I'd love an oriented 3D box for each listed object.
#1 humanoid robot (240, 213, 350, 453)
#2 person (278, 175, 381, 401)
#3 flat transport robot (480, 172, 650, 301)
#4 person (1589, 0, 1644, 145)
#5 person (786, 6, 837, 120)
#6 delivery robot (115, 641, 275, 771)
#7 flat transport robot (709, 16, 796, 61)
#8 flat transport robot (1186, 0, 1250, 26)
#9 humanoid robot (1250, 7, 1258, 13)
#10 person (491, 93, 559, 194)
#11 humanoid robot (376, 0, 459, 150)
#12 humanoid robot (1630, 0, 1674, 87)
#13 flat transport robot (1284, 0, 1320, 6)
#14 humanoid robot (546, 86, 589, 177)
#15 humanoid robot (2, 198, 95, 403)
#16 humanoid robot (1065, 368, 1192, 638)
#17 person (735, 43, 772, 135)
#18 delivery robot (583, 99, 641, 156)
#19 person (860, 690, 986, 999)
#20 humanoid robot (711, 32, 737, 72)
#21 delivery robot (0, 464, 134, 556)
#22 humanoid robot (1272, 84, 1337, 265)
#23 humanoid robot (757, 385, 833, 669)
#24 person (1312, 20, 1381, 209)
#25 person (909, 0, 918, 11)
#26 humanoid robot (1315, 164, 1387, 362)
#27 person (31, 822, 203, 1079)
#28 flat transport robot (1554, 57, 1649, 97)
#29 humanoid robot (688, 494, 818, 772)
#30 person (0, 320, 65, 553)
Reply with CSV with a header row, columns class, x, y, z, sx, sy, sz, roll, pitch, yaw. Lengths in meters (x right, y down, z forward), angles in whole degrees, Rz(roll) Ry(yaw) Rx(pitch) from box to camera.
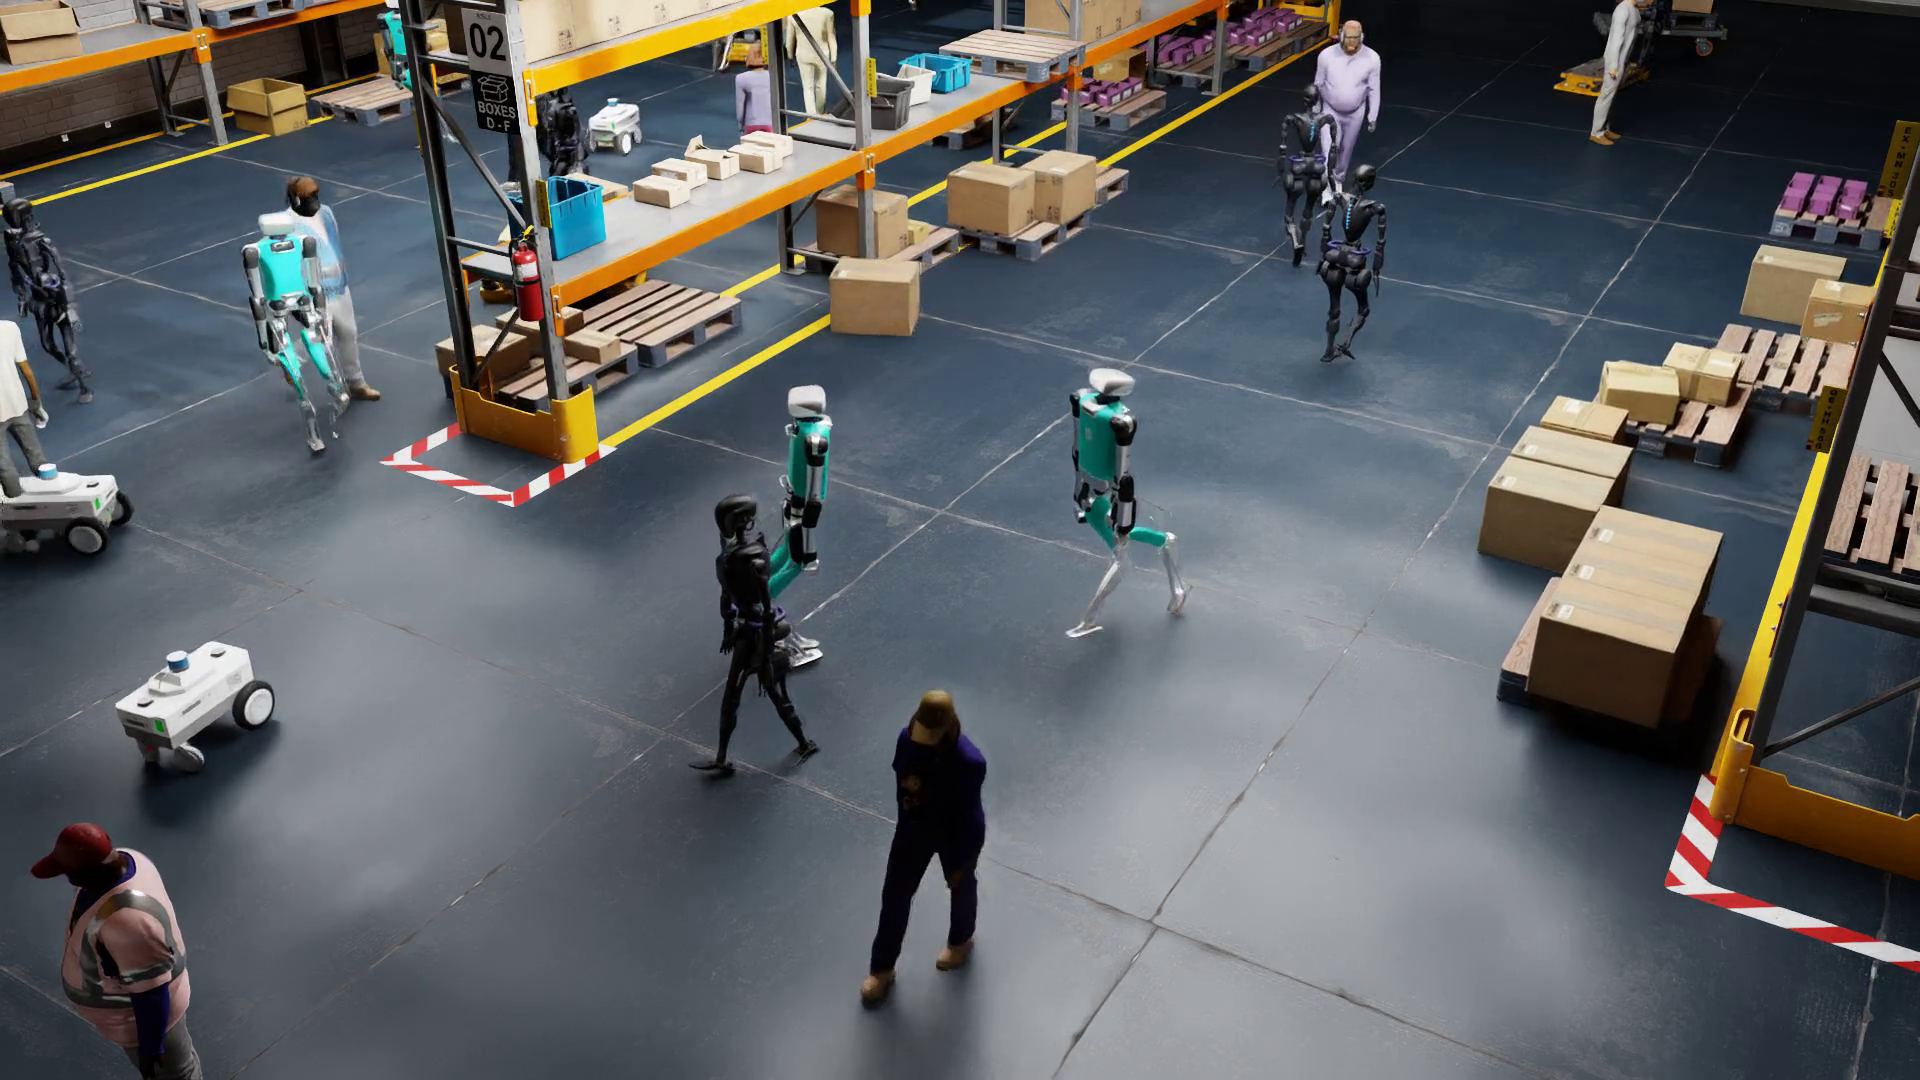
class,x,y,z,sx,sy,sz,roll,pitch,yaw
humanoid robot,-4.696,-1.416,11.956,0.562,1.792,0.676,-24,37,-36
person,-4.963,-1.920,12.772,0.700,1.820,0.628,11,31,18
flat transport robot,-3.603,-2.408,15.201,1.431,0.231,0.659,-1,29,-1
person,7.562,-5.503,19.026,0.375,1.894,0.577,19,34,29
person,-1.750,-5.724,19.609,0.581,1.695,0.913,-4,30,-8
delivery robot,-4.189,0.876,9.121,0.520,0.614,0.785,12,32,20
flat transport robot,-2.793,-6.935,23.209,0.659,0.231,1.431,5,30,8
flat transport robot,3.711,-7.994,25.084,0.659,0.231,1.431,24,37,36
humanoid robot,4.762,-8.802,25.122,0.774,1.877,0.530,-5,30,-8
person,-4.521,-4.481,17.395,0.893,1.715,0.774,-9,31,-16
humanoid robot,-6.137,-5.332,18.879,0.585,1.774,0.879,-1,30,-2
humanoid robot,8.937,-6.676,21.316,0.329,1.650,0.601,23,37,34
flat transport robot,4.973,-8.671,26.281,1.431,0.231,0.659,23,37,34
humanoid robot,-3.790,-3.644,15.996,0.590,1.642,0.550,26,39,38
humanoid robot,-6.980,-1.871,12.827,0.621,1.648,0.452,12,32,20
humanoid robot,1.092,-0.259,9.922,0.961,1.772,0.533,-17,33,-27
person,-2.038,-4.277,17.124,0.513,1.623,0.310,-4,30,-7
delivery robot,-3.957,-4.719,19.019,0.499,0.614,0.804,8,30,13
person,-0.146,1.333,7.231,0.477,1.592,0.715,15,33,25
humanoid robot,-3.178,-6.957,21.864,0.557,1.887,0.742,20,35,31
delivery robot,-5.963,-0.214,11.044,0.811,0.609,0.499,-2,30,-3
humanoid robot,3.259,-3.418,15.564,0.610,1.635,0.552,-2,30,-4
humanoid robot,-1.041,-0.028,9.446,0.683,1.740,0.543,-6,30,-11
person,3.931,-4.331,16.981,0.675,1.856,0.963,4,30,6
person,-0.832,-9.156,25.479,0.636,1.913,0.836,-5,30,-8
humanoid robot,3.125,-2.223,13.448,0.600,1.647,0.365,22,36,34
person,-3.119,1.766,6.313,0.419,1.751,0.609,-17,34,-27
flat transport robot,8.322,-5.989,21.536,0.659,0.231,1.431,24,37,36
humanoid robot,-1.098,0.524,8.626,0.749,1.622,0.597,-17,34,-28
person,-6.181,-0.801,10.734,0.311,1.868,0.528,21,36,32
